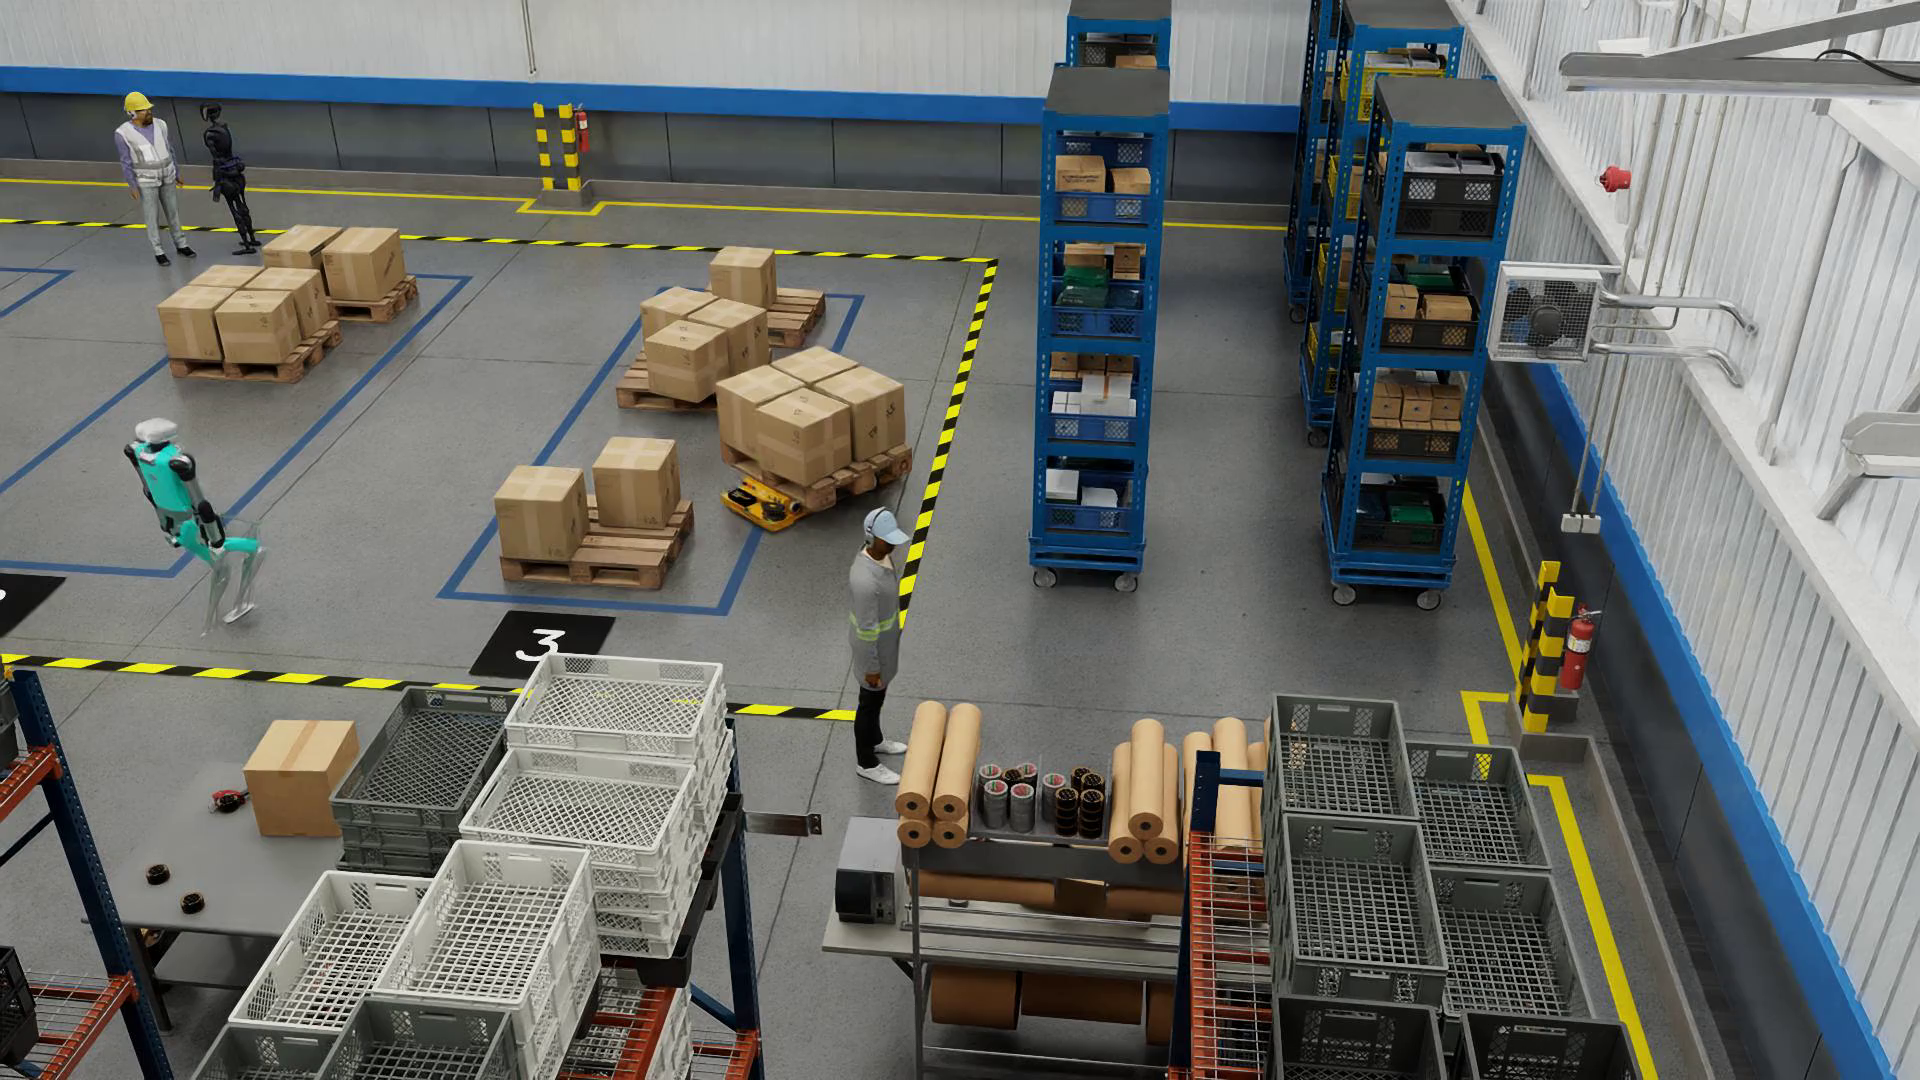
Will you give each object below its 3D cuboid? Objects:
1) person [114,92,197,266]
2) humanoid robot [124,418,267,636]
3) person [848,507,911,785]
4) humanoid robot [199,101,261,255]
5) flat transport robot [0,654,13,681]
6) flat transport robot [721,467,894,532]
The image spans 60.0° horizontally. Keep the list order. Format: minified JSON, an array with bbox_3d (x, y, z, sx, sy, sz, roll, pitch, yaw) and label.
[{"bbox_3d":[-8.587,-3.860,17.742,0.404,1.836,0.598,20,36,31],"label":"person"},{"bbox_3d":[-5.133,-0.110,11.423,0.559,1.796,0.801,13,33,21],"label":"humanoid robot"},{"bbox_3d":[-0.471,0.618,10.039,0.395,1.849,0.592,4,30,7],"label":"person"},{"bbox_3d":[-7.926,-3.927,18.001,0.315,1.659,0.599,-1,30,-2],"label":"humanoid robot"},{"bbox_3d":[-7.142,0.969,11.010,1.431,0.231,0.659,3,30,6],"label":"flat transport robot"},{"bbox_3d":[-1.173,-0.504,13.511,1.431,0.197,0.652,-26,39,-37],"label":"flat transport robot"}]
